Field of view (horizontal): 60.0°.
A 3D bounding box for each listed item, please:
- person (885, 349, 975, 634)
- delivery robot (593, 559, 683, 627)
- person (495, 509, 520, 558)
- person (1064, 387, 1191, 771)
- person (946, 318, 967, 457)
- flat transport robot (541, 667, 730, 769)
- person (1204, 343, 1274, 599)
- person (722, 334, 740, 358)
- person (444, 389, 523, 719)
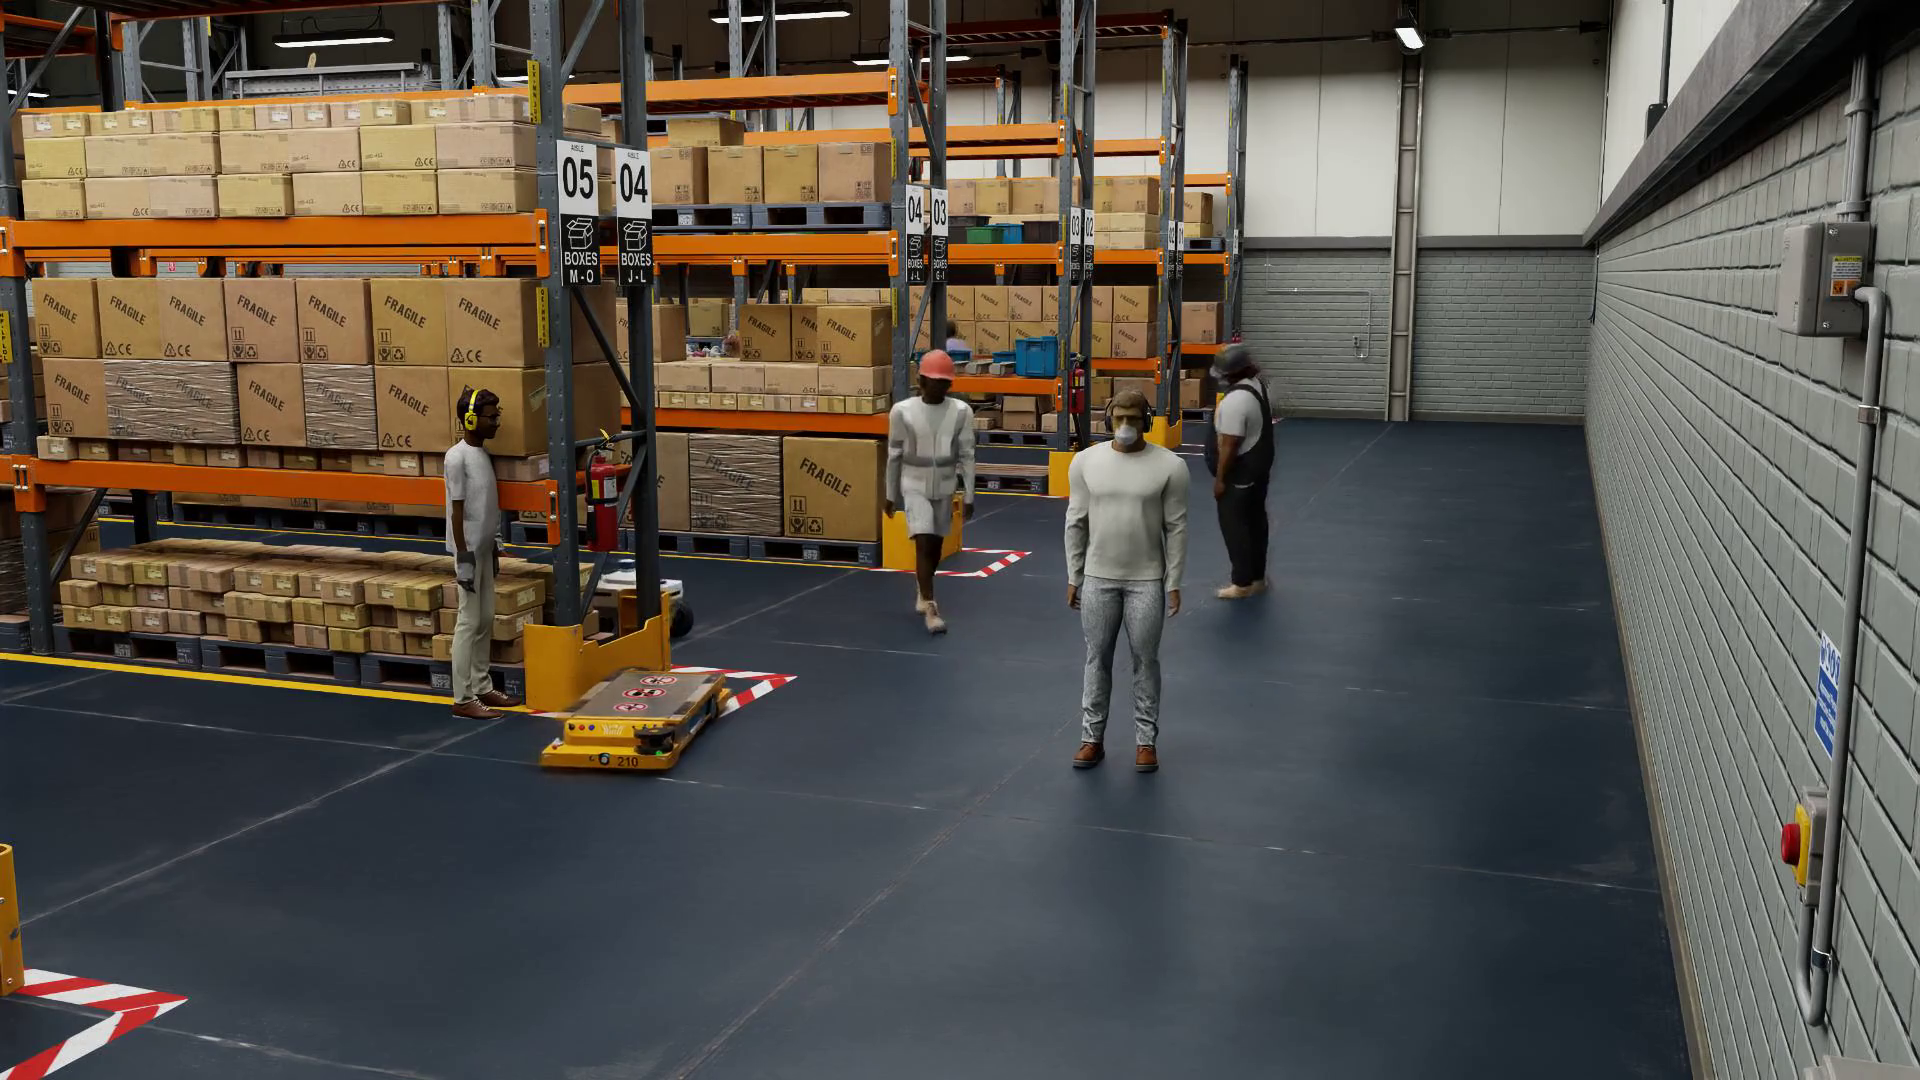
[{"bbox_3d":[-0.217,-0.381,11.892,0.627,1.995,1.030,-2,9,-13],"label":"person"},{"bbox_3d":[-2.255,0.375,11.312,0.707,0.478,0.477,4,10,21],"label":"delivery robot"},{"bbox_3d":[-4.031,-0.738,14.247,0.377,1.940,0.628,4,10,22],"label":"person"},{"bbox_3d":[0.832,0.201,8.388,0.629,1.940,0.373,2,9,13],"label":"person"},{"bbox_3d":[-0.152,-1.902,21.543,0.437,1.925,0.656,6,11,32],"label":"person"},{"bbox_3d":[-1.715,0.937,8.976,0.652,0.197,1.431,1,9,4],"label":"flat transport robot"},{"bbox_3d":[2.186,-0.588,12.992,0.533,2.000,0.828,5,11,31],"label":"person"},{"bbox_3d":[-2.281,-1.178,17.140,0.548,1.886,0.661,3,10,20],"label":"person"},{"bbox_3d":[-2.717,0.082,9.387,0.333,1.860,0.509,1,9,5],"label":"person"}]
